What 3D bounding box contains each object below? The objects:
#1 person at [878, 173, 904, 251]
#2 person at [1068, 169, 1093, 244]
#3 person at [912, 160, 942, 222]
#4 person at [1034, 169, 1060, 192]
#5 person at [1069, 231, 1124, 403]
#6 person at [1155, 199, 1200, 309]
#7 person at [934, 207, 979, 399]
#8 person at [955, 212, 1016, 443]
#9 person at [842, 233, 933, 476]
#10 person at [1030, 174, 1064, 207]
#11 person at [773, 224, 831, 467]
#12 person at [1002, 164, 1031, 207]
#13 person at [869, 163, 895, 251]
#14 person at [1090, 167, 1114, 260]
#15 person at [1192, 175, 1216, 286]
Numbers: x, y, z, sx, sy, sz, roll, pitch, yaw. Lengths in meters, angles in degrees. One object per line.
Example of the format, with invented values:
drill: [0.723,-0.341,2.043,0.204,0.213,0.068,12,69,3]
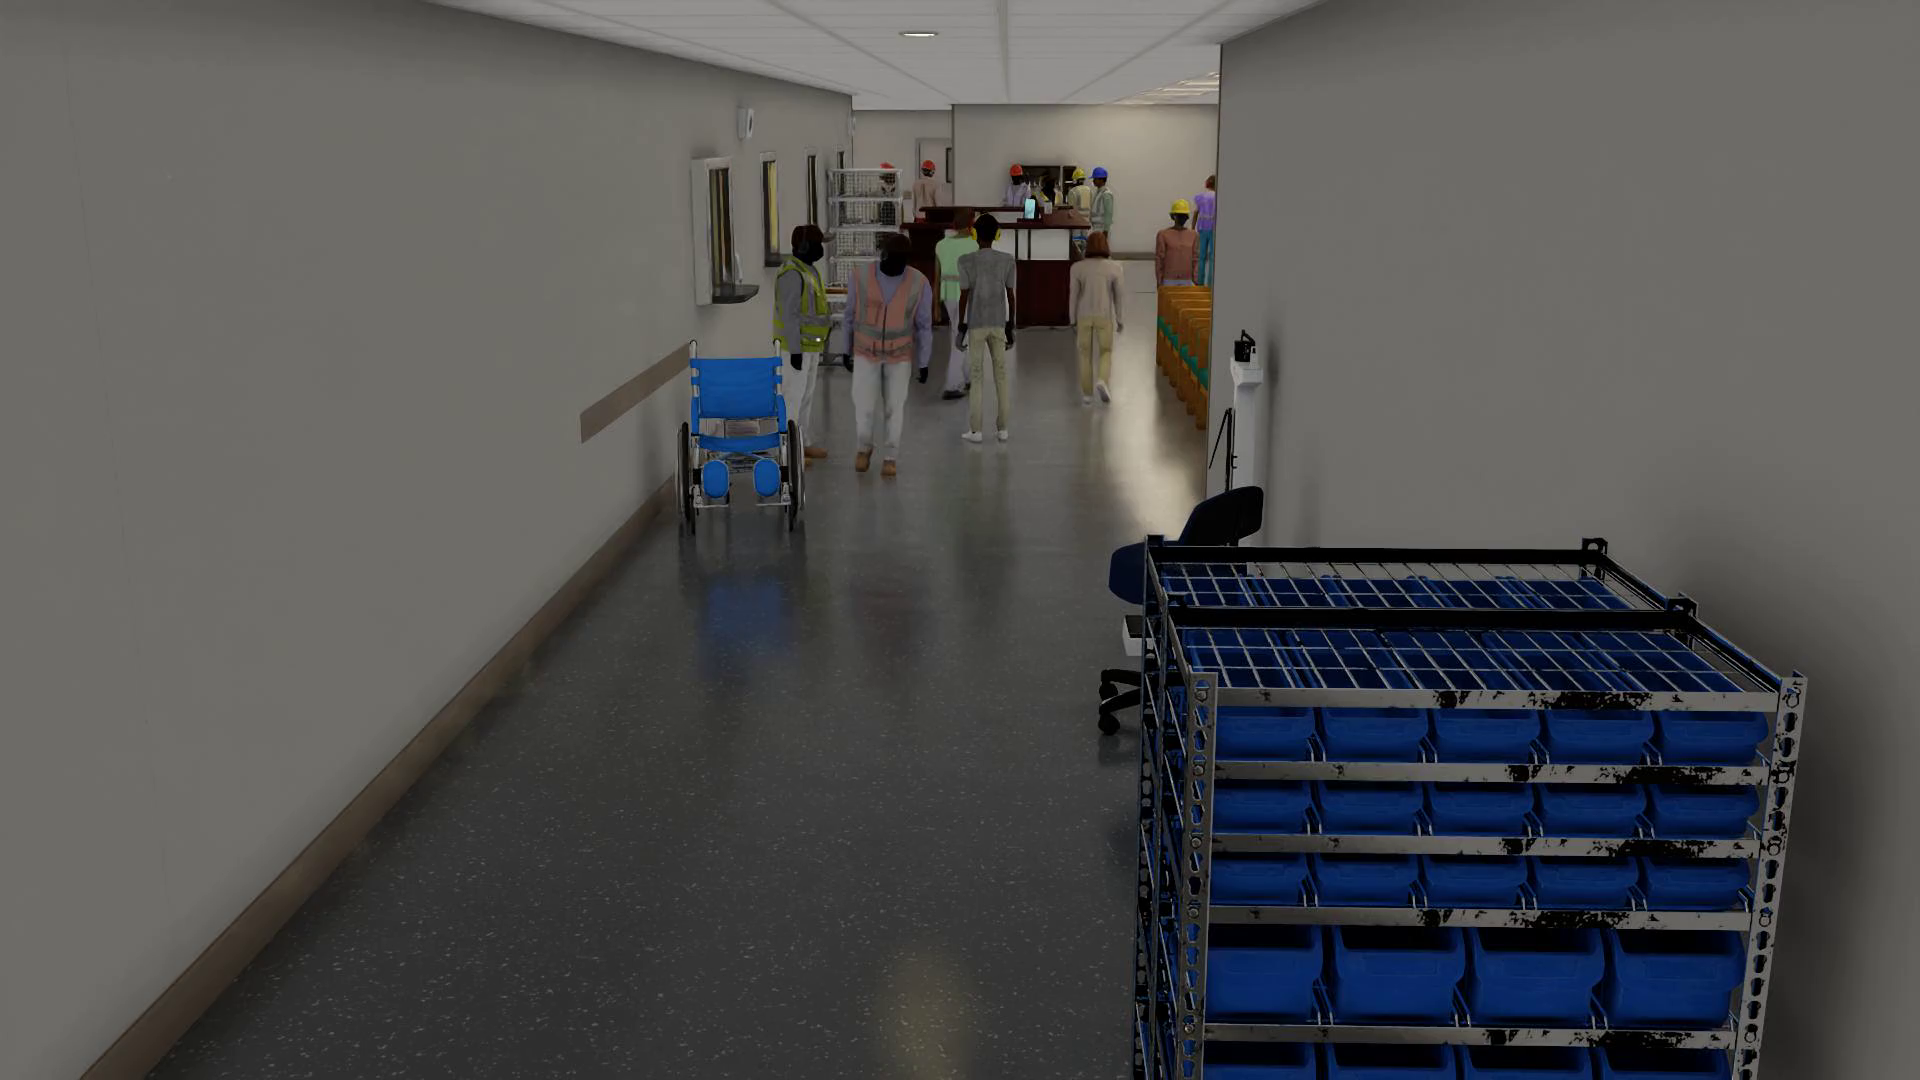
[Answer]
person: [-1.227,-5.592,29.356,0.502,1.838,0.345,2,14,10]
person: [2.139,-5.773,30.088,0.600,1.829,0.404,-13,19,-42]
person: [-0.591,-5.931,30.423,0.611,1.985,0.415,8,16,30]
person: [1.565,-5.761,30.011,0.591,1.848,0.505,-5,15,-20]
person: [1.253,-2.042,15.410,0.510,1.610,0.544,2,14,6]
person: [2.440,-2.929,18.678,0.523,1.772,0.307,-3,14,-14]
person: [0.048,-2.284,16.014,0.577,1.792,0.935,9,16,32]
person: [0.210,-1.724,13.580,0.508,1.872,0.329,-4,14,-16]
person: [-0.530,-1.336,12.161,0.661,1.800,0.510,0,14,-1]
person: [1.423,-4.984,26.890,0.626,1.837,0.429,-7,16,-27]
person: [-1.194,-1.481,12.699,0.431,1.833,0.644,3,14,11]
person: [1.000,-5.745,29.783,0.547,1.929,0.384,6,15,24]
person: [-1.354,-5.819,30.070,0.787,1.956,0.633,8,16,30]
person: [2.259,-4.992,26.679,0.406,1.945,0.615,-3,14,-11]
person: [4.005,-4.927,26.690,0.581,1.827,0.433,6,15,24]
